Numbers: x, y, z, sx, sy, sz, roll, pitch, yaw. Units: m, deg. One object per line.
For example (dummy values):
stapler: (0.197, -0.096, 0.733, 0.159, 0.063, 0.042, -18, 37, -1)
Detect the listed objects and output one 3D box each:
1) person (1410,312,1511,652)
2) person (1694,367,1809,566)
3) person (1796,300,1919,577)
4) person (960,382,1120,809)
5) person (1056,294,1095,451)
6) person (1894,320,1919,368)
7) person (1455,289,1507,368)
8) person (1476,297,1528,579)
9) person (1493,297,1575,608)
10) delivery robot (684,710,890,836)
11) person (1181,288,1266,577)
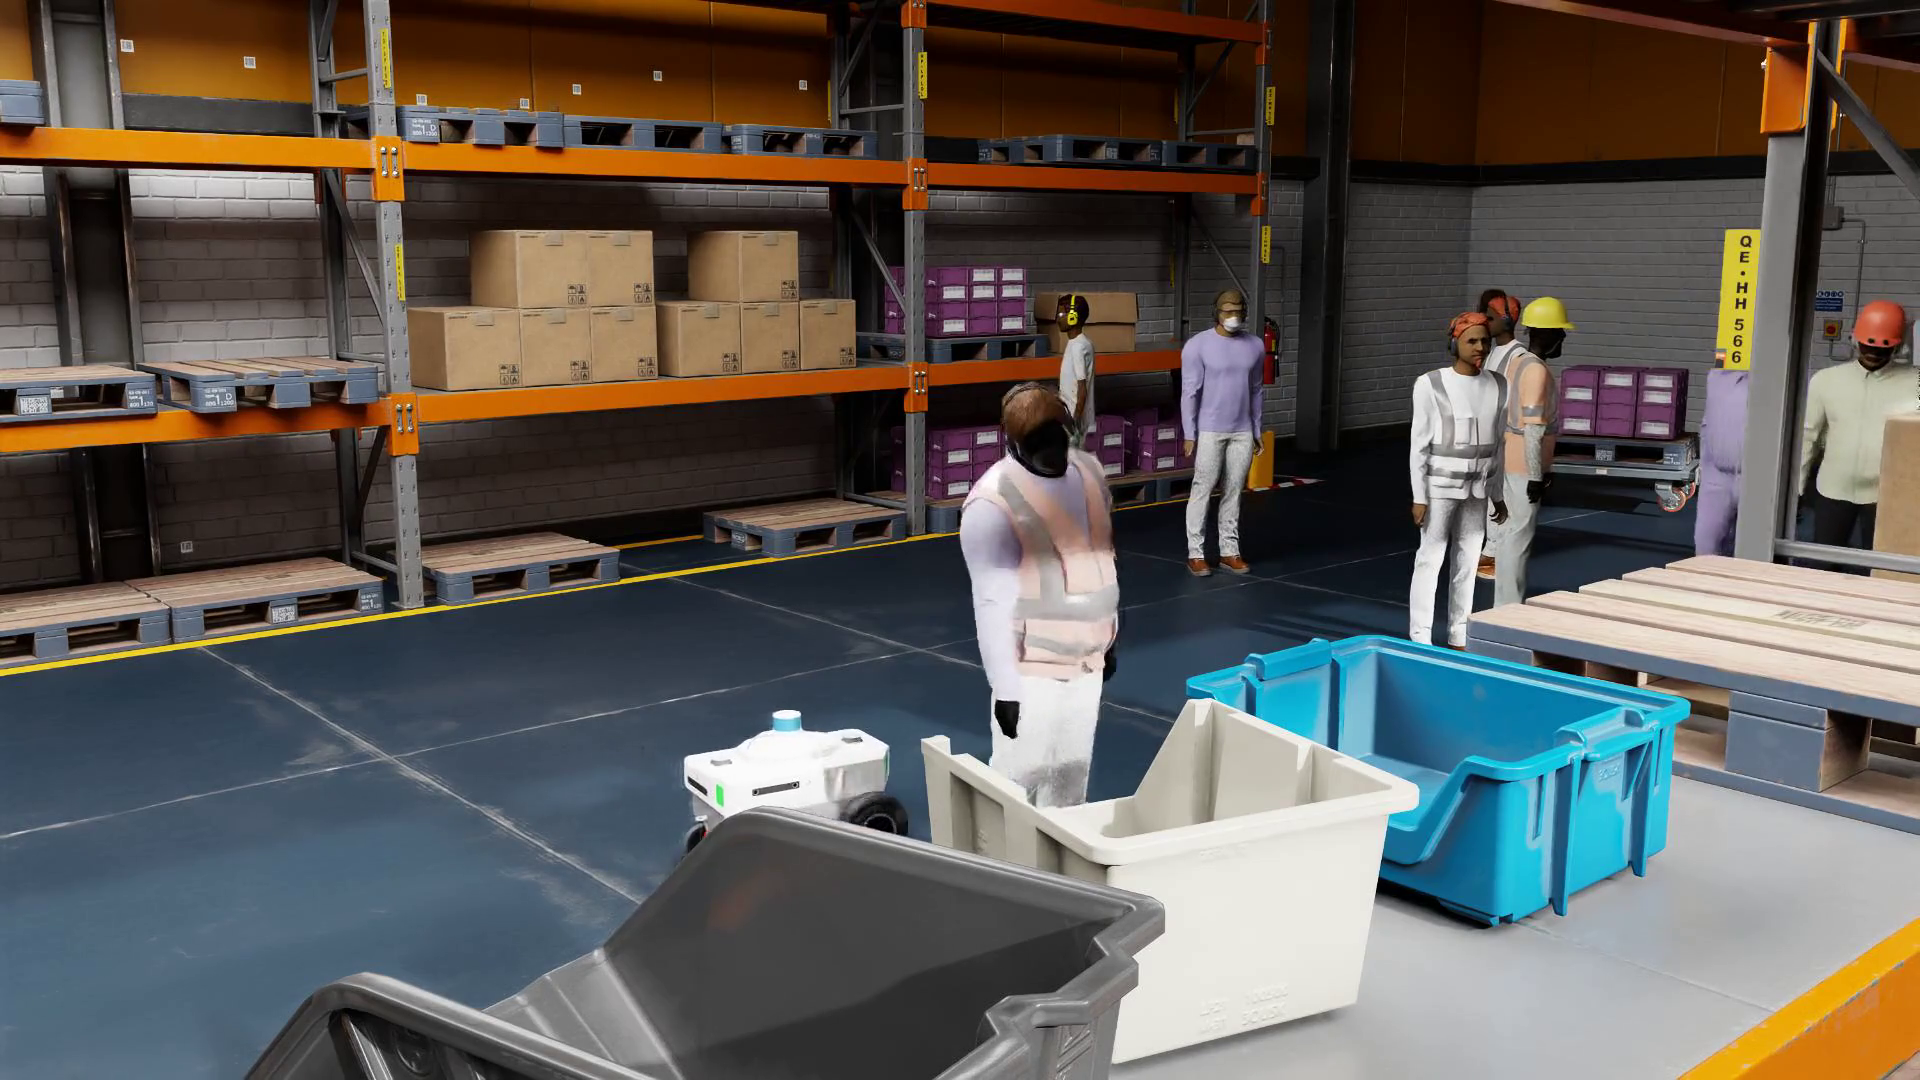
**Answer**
person: (2.608, -0.243, 8.694, 0.576, 1.882, 0.362, -3, 11, -17)
person: (4.498, -0.372, 9.453, 0.898, 1.868, 0.658, -6, 12, -30)
person: (4.583, -0.238, 8.450, 0.698, 1.957, 0.600, 7, 12, 35)
person: (0.272, 0.394, 5.348, 0.462, 1.813, 0.672, 8, 13, 38)
person: (0.825, -0.849, 12.128, 0.313, 1.869, 0.538, 1, 10, 6)
person: (8.126, -1.207, 13.950, 0.547, 1.934, 0.376, 9, 13, 41)
person: (4.816, -1.405, 15.370, 0.443, 1.819, 0.720, -4, 11, -22)
person: (3.624, -0.682, 11.146, 0.337, 1.882, 0.584, 0, 10, 0)
person: (3.327, -0.444, 9.691, 0.386, 1.928, 0.589, 2, 10, 11)
delivery robot: (-0.621, 0.857, 5.987, 0.707, 0.478, 0.477, -6, 12, -30)
person: (1.775, -0.723, 11.227, 0.634, 1.936, 0.351, -4, 11, -22)
